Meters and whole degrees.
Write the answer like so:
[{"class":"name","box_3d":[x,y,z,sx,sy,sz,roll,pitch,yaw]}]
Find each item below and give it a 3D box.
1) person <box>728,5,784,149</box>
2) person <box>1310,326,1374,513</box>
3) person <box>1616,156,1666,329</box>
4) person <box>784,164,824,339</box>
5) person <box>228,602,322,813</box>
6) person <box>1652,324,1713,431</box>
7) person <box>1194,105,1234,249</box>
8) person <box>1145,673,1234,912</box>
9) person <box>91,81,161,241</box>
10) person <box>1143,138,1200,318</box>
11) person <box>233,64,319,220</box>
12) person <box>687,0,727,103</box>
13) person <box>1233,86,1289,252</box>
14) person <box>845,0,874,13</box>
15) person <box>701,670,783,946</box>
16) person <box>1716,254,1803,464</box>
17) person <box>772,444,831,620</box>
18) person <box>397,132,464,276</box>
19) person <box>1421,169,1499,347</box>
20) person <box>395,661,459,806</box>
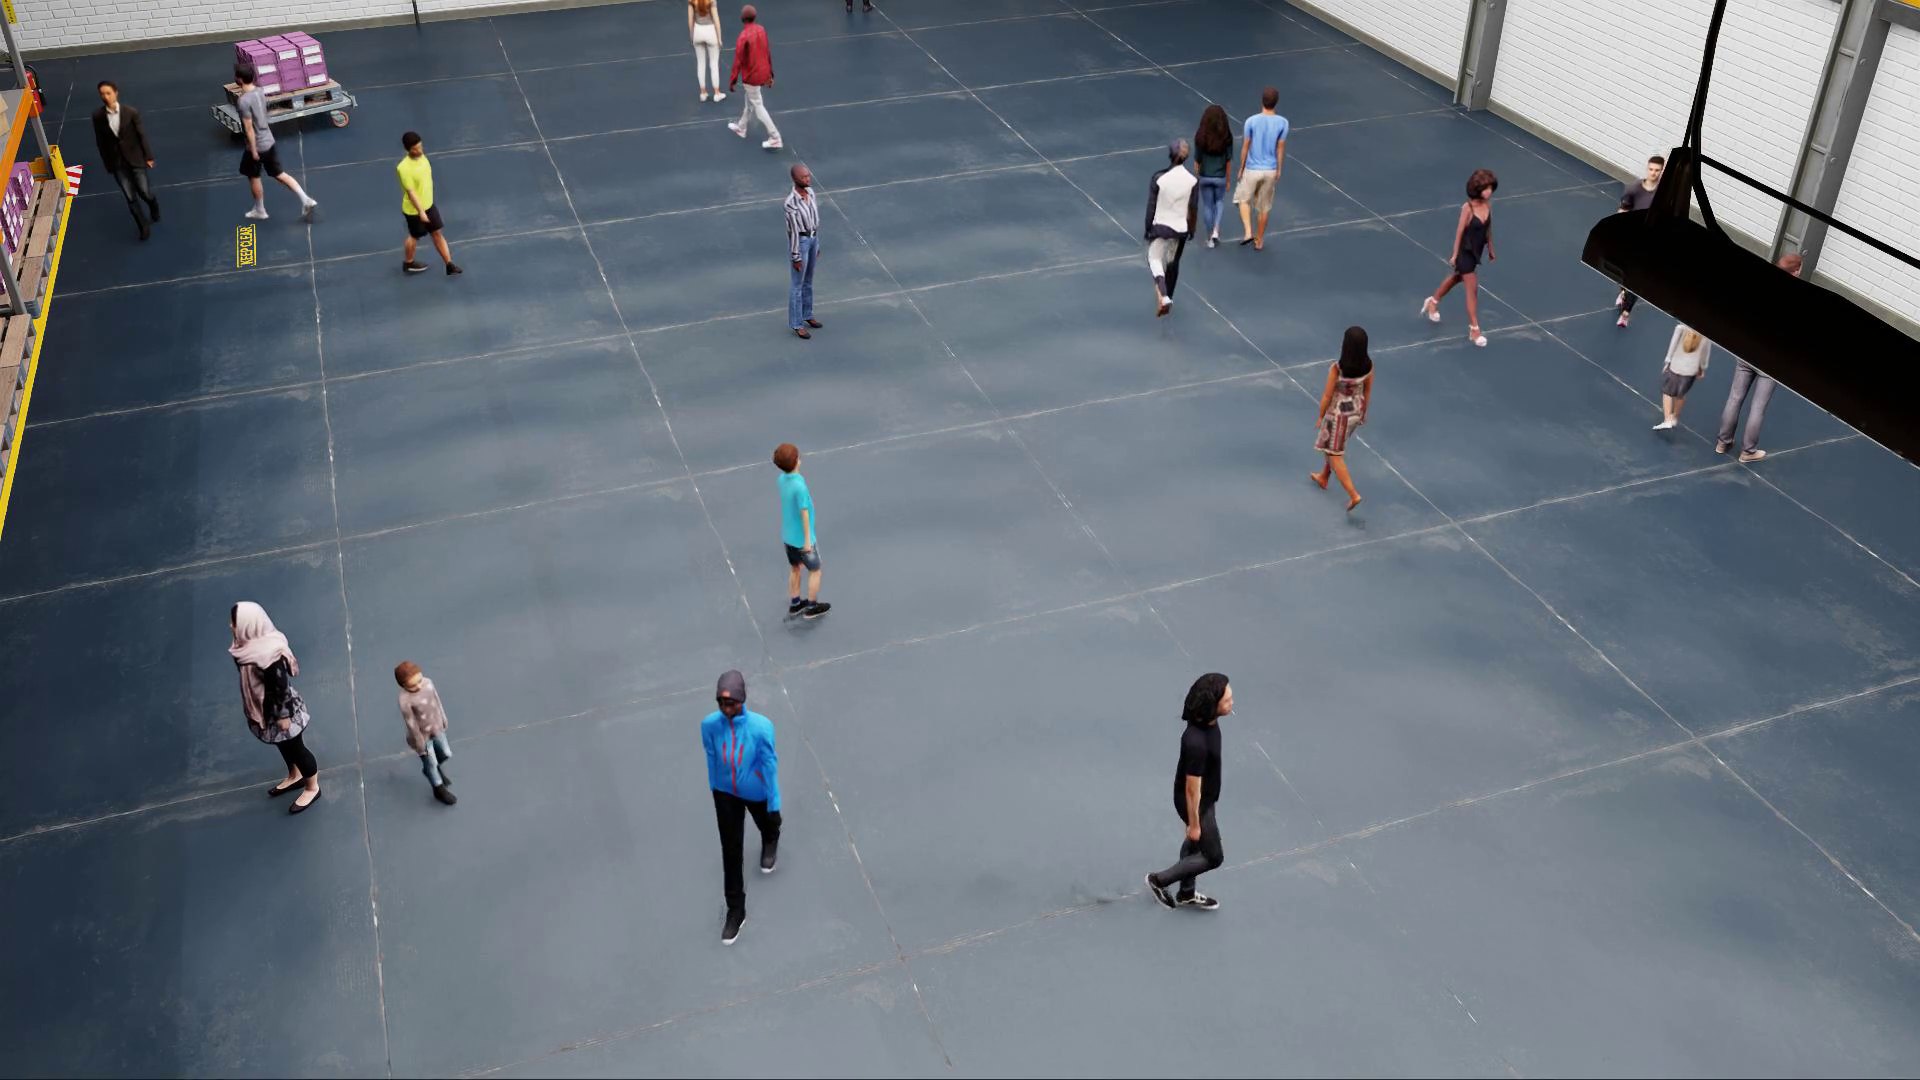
[{"class":"person","box_3d":[-2.556,-5.859,21.177,1.321,1.774,1.149,21,39,28]},{"class":"person","box_3d":[3.259,-1.003,14.009,0.649,1.622,1.022,-13,36,-18]},{"class":"person","box_3d":[6.972,-3.111,17.101,1.155,1.711,1.220,14,36,20]},{"class":"person","box_3d":[-1.583,-2.929,16.751,0.767,1.794,0.705,14,36,20]},{"class":"person","box_3d":[-4.489,1.065,10.886,0.710,1.636,0.802,27,42,34]},{"class":"person","box_3d":[6.624,-1.566,15.188,0.700,1.255,0.793,5,34,7]},{"class":"person","box_3d":[2.811,-4.015,18.562,0.688,1.599,0.704,3,34,5]},{"class":"person","box_3d":[1.350,1.532,10.009,0.868,1.828,0.801,7,34,11]},{"class":"person","box_3d":[-9.440,-4.331,18.864,0.725,1.791,0.889,-8,34,-12]},{"class":"person","box_3d":[2.150,-3.138,16.985,0.845,1.883,1.004,-2,34,-3]},{"class":"person","box_3d":[-7.957,-4.546,19.139,1.118,1.844,1.195,6,34,10]},{"class":"person","box_3d":[-3.485,-6.873,22.748,0.672,1.724,0.674,5,34,8]},{"class":"person","box_3d":[3.333,-4.058,18.396,0.779,1.853,0.827,-1,34,-1]},{"class":"person","box_3d":[-1.651,-9.321,26.334,0.751,1.832,0.737,3,34,5]},{"class":"person","box_3d":[-1.278,1.480,10.155,0.972,1.754,1.248,3,34,5]},{"class":"person","box_3d":[7.063,-1.611,14.633,0.778,1.944,0.607,-22,39,-29]},{"class":"person","box_3d":[-1.259,-0.038,12.740,0.724,1.420,0.562,-15,37,-22]},{"class":"person","box_3d":[-5.879,-3.617,17.914,1.080,1.653,1.046,7,34,10]},{"class":"person","box_3d":[5.042,-2.883,16.728,0.806,1.743,1.139,-24,41,-32]},{"class":"person","box_3d":[-3.579,1.249,11.021,0.675,1.179,0.615,16,37,22]}]
